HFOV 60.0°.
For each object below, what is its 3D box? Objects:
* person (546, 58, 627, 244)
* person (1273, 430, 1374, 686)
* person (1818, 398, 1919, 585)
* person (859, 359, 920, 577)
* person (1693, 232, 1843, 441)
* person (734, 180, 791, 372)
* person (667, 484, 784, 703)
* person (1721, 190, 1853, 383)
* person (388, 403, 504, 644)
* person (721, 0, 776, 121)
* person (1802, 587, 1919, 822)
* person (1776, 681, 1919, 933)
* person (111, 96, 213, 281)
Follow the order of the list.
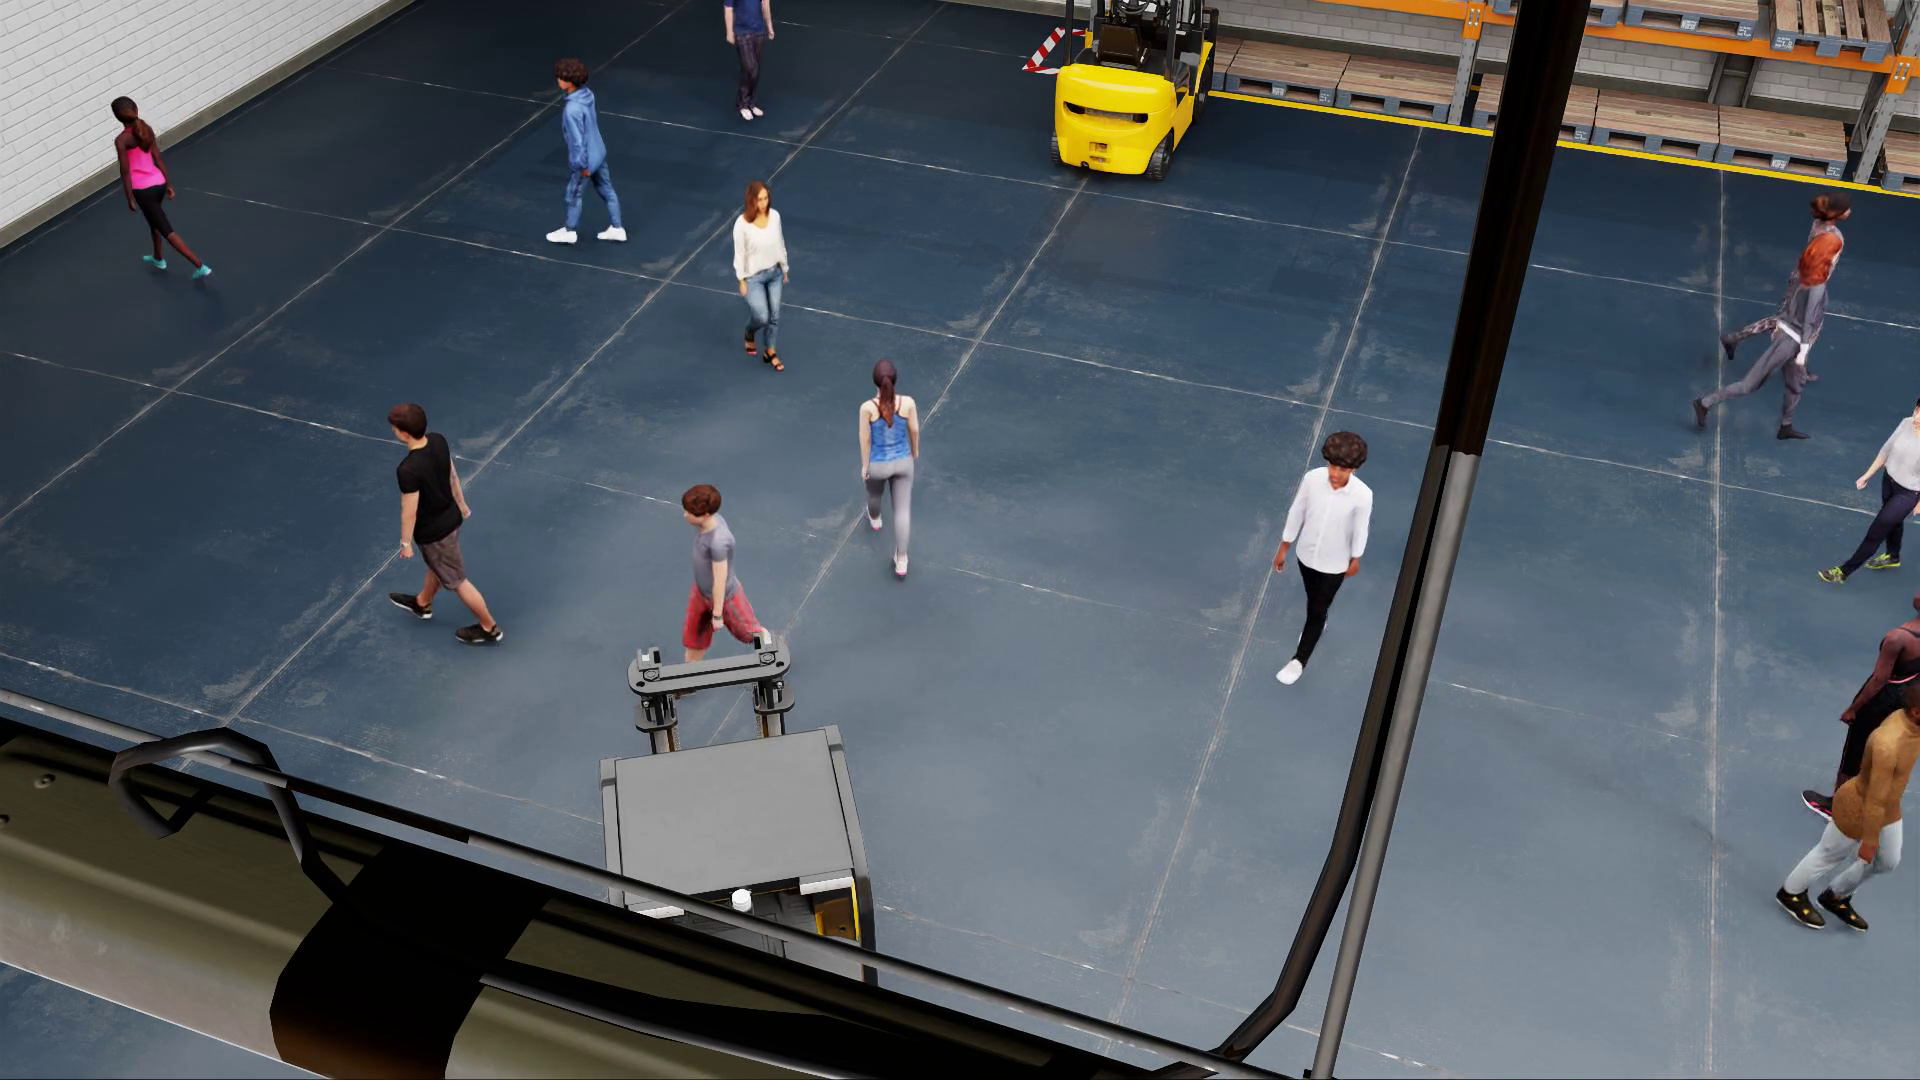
[{"bbox_3d":[-3.319,-3.510,15.138,1.012,1.783,0.800,6,39,8],"label":"person"},{"bbox_3d":[2.371,0.030,10.718,1.095,1.769,0.931,27,46,29],"label":"person"},{"bbox_3d":[6.539,-0.369,11.414,1.051,1.522,0.854,-5,39,-6],"label":"person"},{"bbox_3d":[-0.475,-0.476,11.510,1.063,1.571,1.001,-8,39,-9],"label":"person"},{"bbox_3d":[6.224,-1.514,12.671,1.167,1.743,0.676,12,40,15],"label":"person"},{"bbox_3d":[-1.660,-2.179,13.558,0.776,1.675,0.826,-26,46,-29],"label":"person"},{"bbox_3d":[-1.431,0.333,10.469,1.139,1.606,1.100,-17,42,-20],"label":"person"},{"bbox_3d":[6.711,-2.043,13.375,1.046,1.692,0.608,11,40,14],"label":"person"},{"bbox_3d":[-3.324,-0.065,10.795,1.145,1.821,0.826,6,39,8],"label":"person"},{"bbox_3d":[-2.271,-5.334,17.362,0.803,1.859,0.786,32,48,33],"label":"person"},{"bbox_3d":[5.345,0.938,9.589,0.660,1.758,0.736,-13,40,-15],"label":"person"},{"bbox_3d":[4.797,1.402,8.974,0.808,1.801,0.858,-24,45,-27],"label":"person"},{"bbox_3d":[-7.067,-3.043,14.631,1.120,1.687,0.628,16,41,19],"label":"person"}]
